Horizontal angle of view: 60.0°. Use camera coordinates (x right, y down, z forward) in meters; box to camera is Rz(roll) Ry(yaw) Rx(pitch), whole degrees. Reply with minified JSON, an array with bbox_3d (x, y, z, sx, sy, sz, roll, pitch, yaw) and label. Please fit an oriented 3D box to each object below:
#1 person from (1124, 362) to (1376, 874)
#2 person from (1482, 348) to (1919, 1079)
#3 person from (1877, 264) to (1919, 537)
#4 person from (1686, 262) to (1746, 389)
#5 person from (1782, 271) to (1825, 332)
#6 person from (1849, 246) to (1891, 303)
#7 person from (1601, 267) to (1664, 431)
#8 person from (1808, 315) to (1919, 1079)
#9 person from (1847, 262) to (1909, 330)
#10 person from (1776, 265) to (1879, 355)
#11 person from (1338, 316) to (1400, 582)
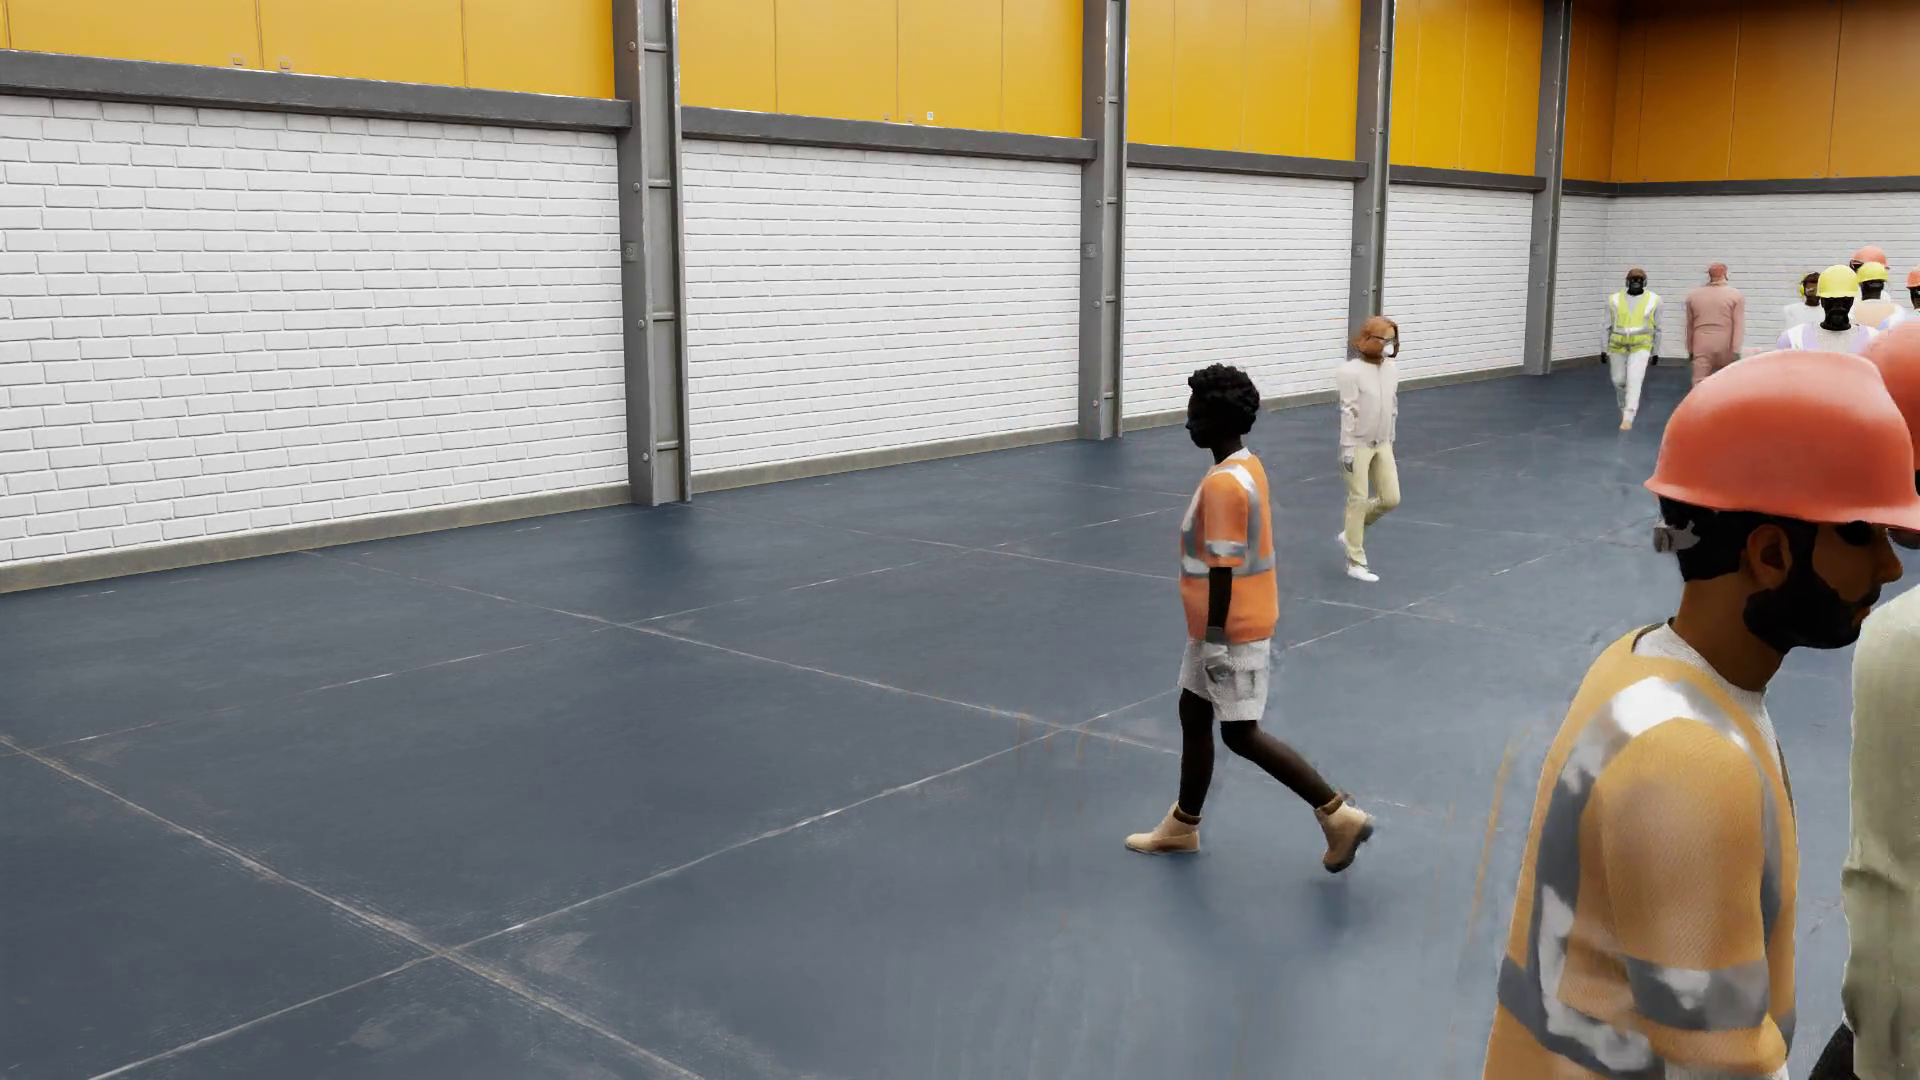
[{"bbox_3d":[0.941,0.271,5.315,0.768,1.677,0.536,3,10,15],"label":"person"},{"bbox_3d":[0.843,0.744,1.911,0.750,1.911,0.548,5,11,27],"label":"person"},{"bbox_3d":[6.630,-0.962,11.596,0.555,1.921,0.395,3,10,17],"label":"person"},{"bbox_3d":[8.301,-2.093,18.214,0.980,1.855,0.666,-9,13,-42],"label":"person"},{"bbox_3d":[7.903,-1.598,15.529,0.508,1.827,0.833,4,11,20],"label":"person"},{"bbox_3d":[7.887,-1.548,14.597,0.395,2.038,0.615,-4,11,-20],"label":"person"},{"bbox_3d":[7.573,-2.166,18.759,0.627,1.813,0.894,6,12,32],"label":"person"},{"bbox_3d":[1.393,0.641,2.446,0.657,1.919,0.990,-4,11,-24],"label":"person"},{"bbox_3d":[7.408,-1.307,13.615,0.599,1.899,0.465,4,11,23],"label":"person"},{"bbox_3d":[4.897,-0.581,9.412,0.588,1.927,0.370,3,10,17],"label":"person"},{"bbox_3d":[2.478,-0.558,10.160,0.498,1.618,0.395,-6,11,-29],"label":"person"}]
